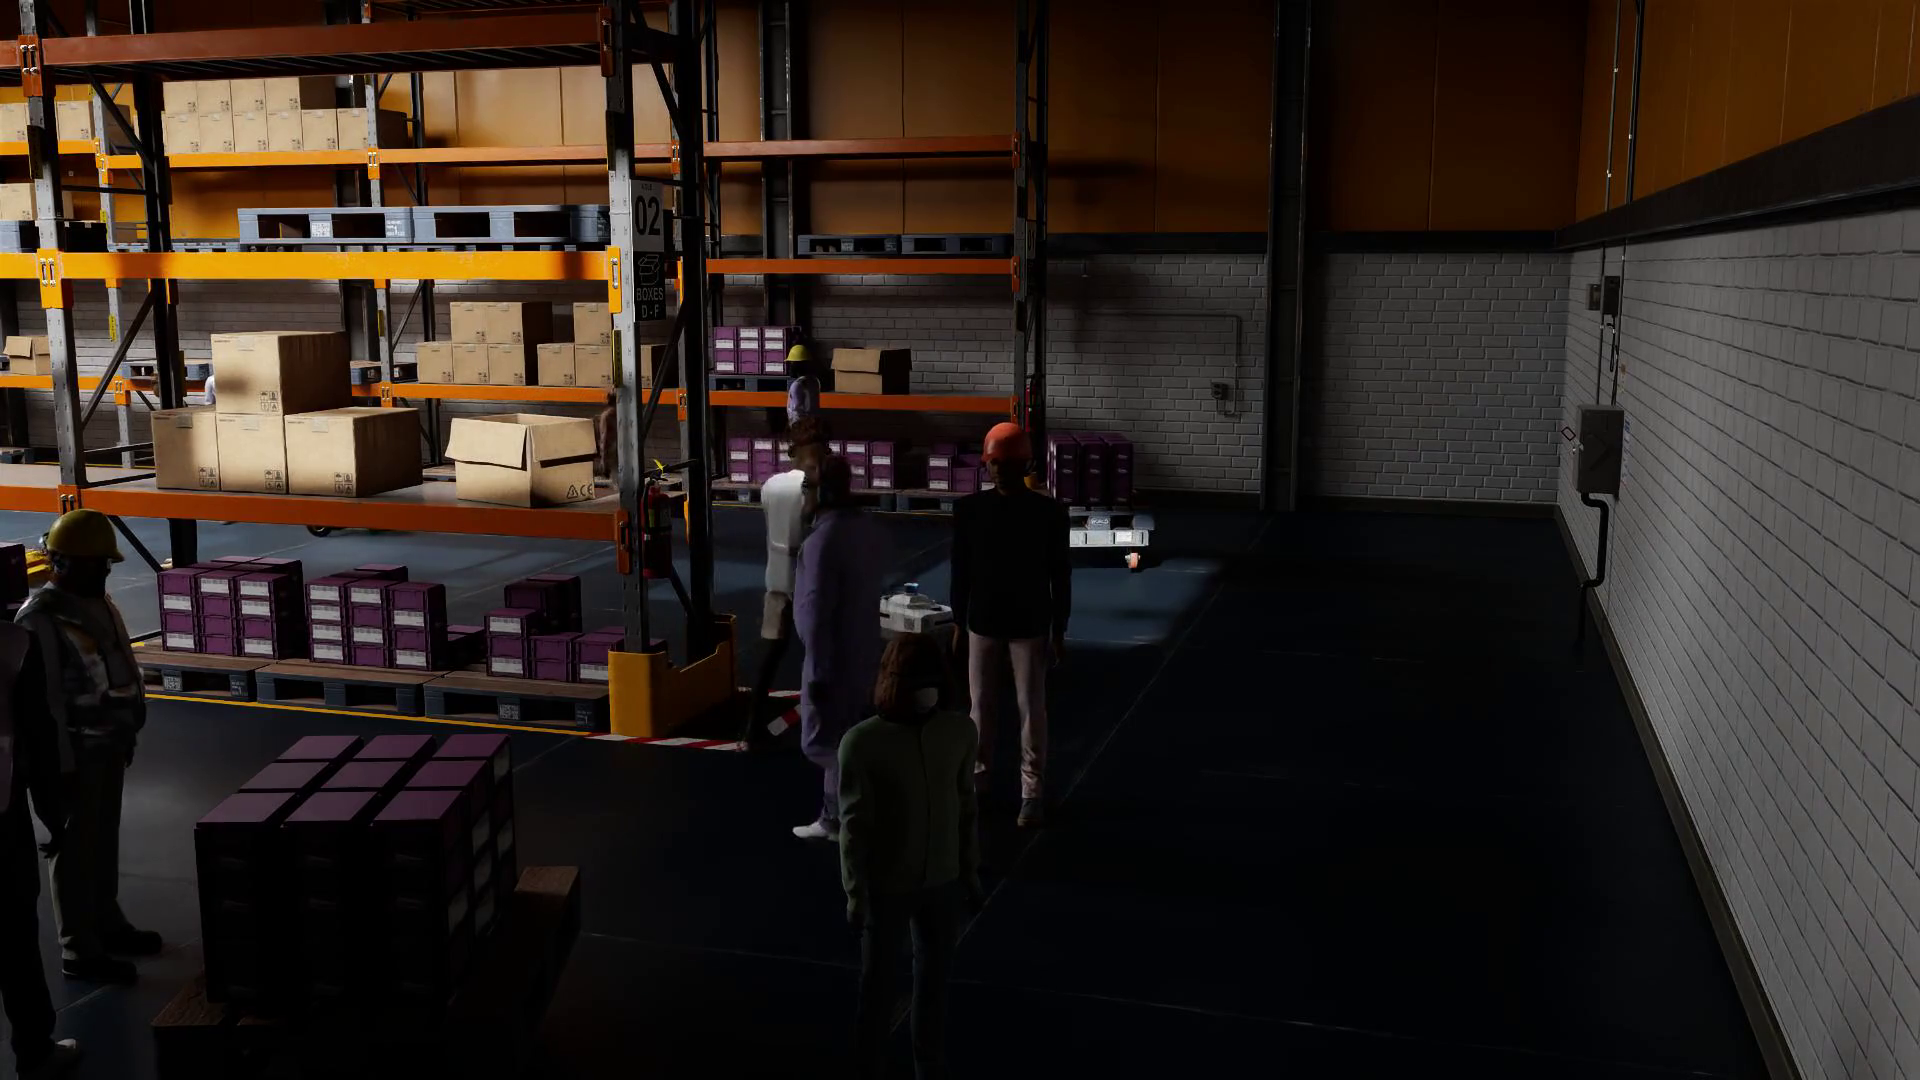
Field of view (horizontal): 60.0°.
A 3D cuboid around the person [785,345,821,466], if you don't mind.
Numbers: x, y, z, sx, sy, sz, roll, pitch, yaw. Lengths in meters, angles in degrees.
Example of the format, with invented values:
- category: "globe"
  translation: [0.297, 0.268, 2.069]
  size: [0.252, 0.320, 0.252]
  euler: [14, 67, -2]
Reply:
- category: "person"
  translation: [-1.664, -1.092, 17.565]
  size: [0.369, 1.928, 0.585]
  euler: [3, 10, 15]

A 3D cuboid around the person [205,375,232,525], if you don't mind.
- category: "person"
  translation: [-7.717, -1.136, 17.783]
  size: [0.605, 1.944, 0.403]
  euler: [-5, 10, -27]

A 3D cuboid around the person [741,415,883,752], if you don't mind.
- category: "person"
  translation: [-0.896, 0.240, 9.507]
  size: [0.632, 1.919, 0.995]
  euler: [8, 12, 39]

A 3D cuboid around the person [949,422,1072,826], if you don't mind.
- category: "person"
  translation: [0.238, 0.415, 8.173]
  size: [0.613, 1.995, 0.391]
  euler: [3, 10, 18]

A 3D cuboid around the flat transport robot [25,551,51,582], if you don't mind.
- category: "flat transport robot"
  translation: [-8.710, 0.226, 14.564]
  size: [1.431, 0.197, 0.652]
  euler: [0, 9, 1]

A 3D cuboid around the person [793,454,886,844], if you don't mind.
- category: "person"
  translation: [-0.503, 0.541, 7.724]
  size: [0.636, 1.888, 0.653]
  euler: [4, 10, 21]

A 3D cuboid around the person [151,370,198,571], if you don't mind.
- category: "person"
  translation: [-7.112, -0.637, 15.041]
  size: [0.345, 1.847, 0.507]
  euler: [-2, 10, -13]

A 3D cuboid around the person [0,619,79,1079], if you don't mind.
- category: "person"
  translation: [-3.274, 0.896, 5.475]
  size: [0.593, 1.920, 0.392]
  euler: [-2, 10, -13]

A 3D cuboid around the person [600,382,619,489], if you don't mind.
- category: "person"
  translation: [-3.443, -0.768, 16.524]
  size: [0.593, 1.617, 0.516]
  euler: [2, 10, 15]

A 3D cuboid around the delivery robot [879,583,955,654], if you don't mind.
- category: "delivery robot"
  translation: [-0.338, 0.541, 11.501]
  size: [0.477, 0.478, 0.707]
  euler: [-8, 12, -41]

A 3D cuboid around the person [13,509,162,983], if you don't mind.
- category: "person"
  translation: [-3.373, 0.783, 6.457]
  size: [0.403, 1.822, 0.589]
  euler: [-1, 9, -6]

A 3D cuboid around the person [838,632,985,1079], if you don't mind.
- category: "person"
  translation: [-0.146, 1.085, 5.190]
  size: [0.500, 1.633, 0.282]
  euler: [-6, 11, -33]
